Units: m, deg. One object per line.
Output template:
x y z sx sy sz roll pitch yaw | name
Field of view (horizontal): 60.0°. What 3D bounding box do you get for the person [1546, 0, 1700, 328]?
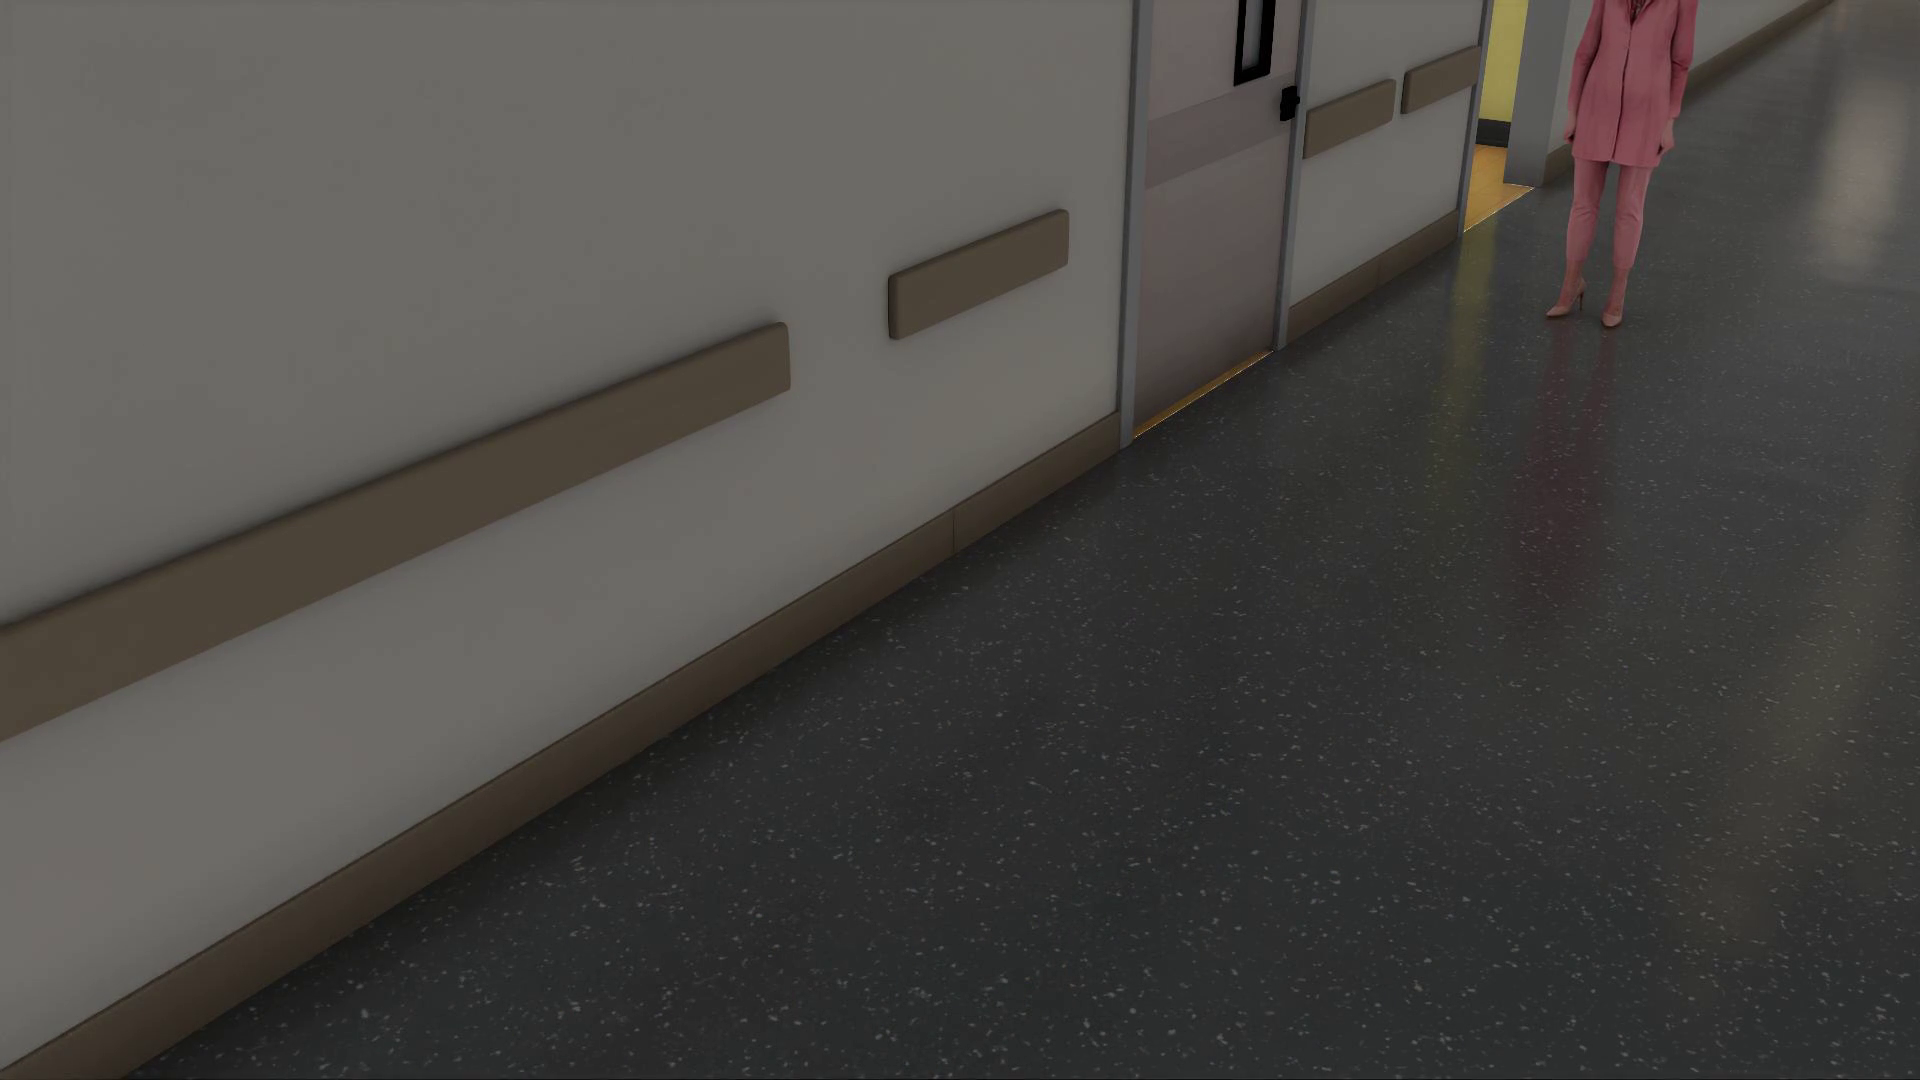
2.849 -1.813 7.120 0.436 1.801 0.670 17 31 31 | person
